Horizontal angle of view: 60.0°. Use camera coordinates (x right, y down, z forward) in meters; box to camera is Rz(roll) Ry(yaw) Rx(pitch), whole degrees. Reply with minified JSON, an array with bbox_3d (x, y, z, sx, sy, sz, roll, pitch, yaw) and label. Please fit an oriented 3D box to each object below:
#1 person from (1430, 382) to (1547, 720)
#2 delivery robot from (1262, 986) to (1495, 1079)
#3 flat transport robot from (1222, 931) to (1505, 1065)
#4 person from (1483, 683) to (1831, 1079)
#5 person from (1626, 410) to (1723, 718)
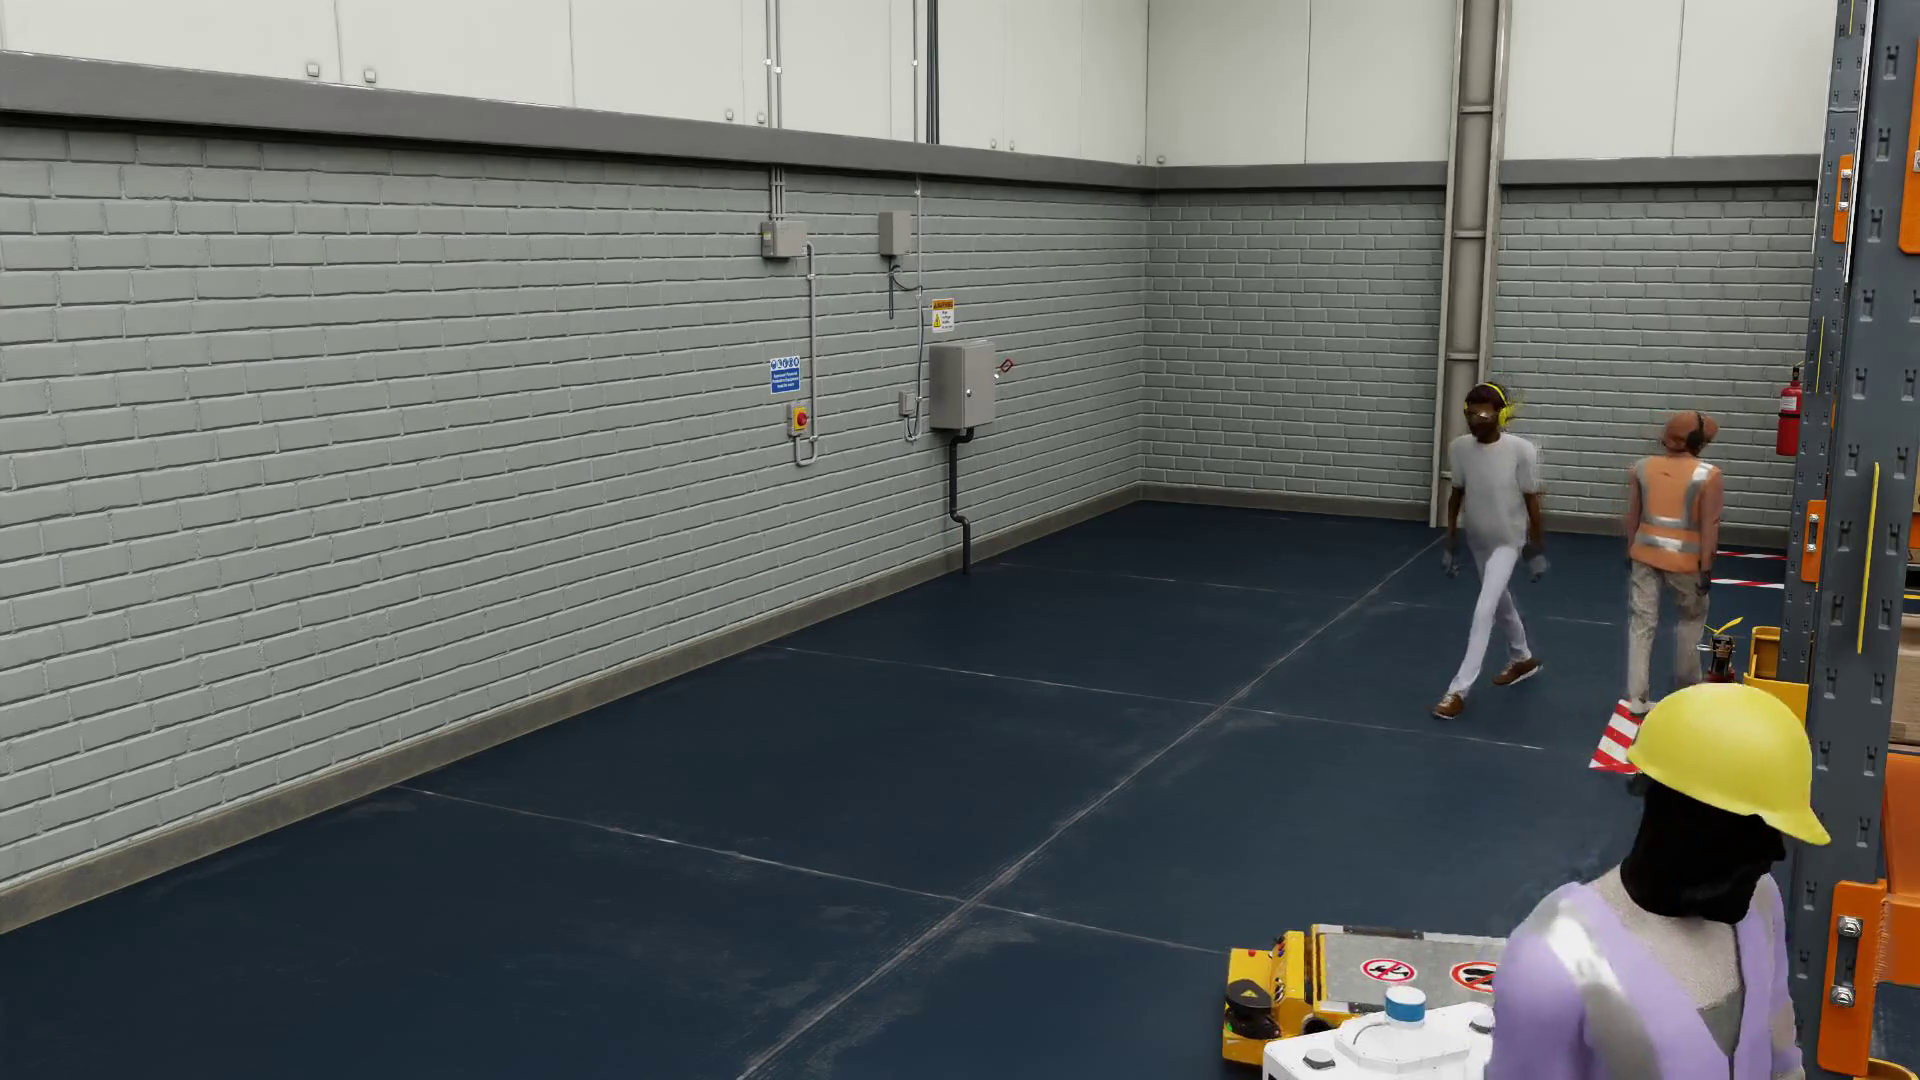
[{"bbox_3d":[2.864,0.015,8.940,1.147,1.771,0.538,-9,13,-39],"label":"person"},{"bbox_3d":[1.153,1.411,4.346,0.707,0.478,0.477,-4,11,-21],"label":"delivery robot"},{"bbox_3d":[1.556,1.448,5.179,1.431,0.197,0.652,2,11,11],"label":"flat transport robot"},{"bbox_3d":[1.057,1.112,2.687,0.576,1.869,0.971,-8,13,-36],"label":"person"},{"bbox_3d":[3.772,0.115,8.759,0.697,1.604,0.543,-8,13,-39],"label":"person"}]
